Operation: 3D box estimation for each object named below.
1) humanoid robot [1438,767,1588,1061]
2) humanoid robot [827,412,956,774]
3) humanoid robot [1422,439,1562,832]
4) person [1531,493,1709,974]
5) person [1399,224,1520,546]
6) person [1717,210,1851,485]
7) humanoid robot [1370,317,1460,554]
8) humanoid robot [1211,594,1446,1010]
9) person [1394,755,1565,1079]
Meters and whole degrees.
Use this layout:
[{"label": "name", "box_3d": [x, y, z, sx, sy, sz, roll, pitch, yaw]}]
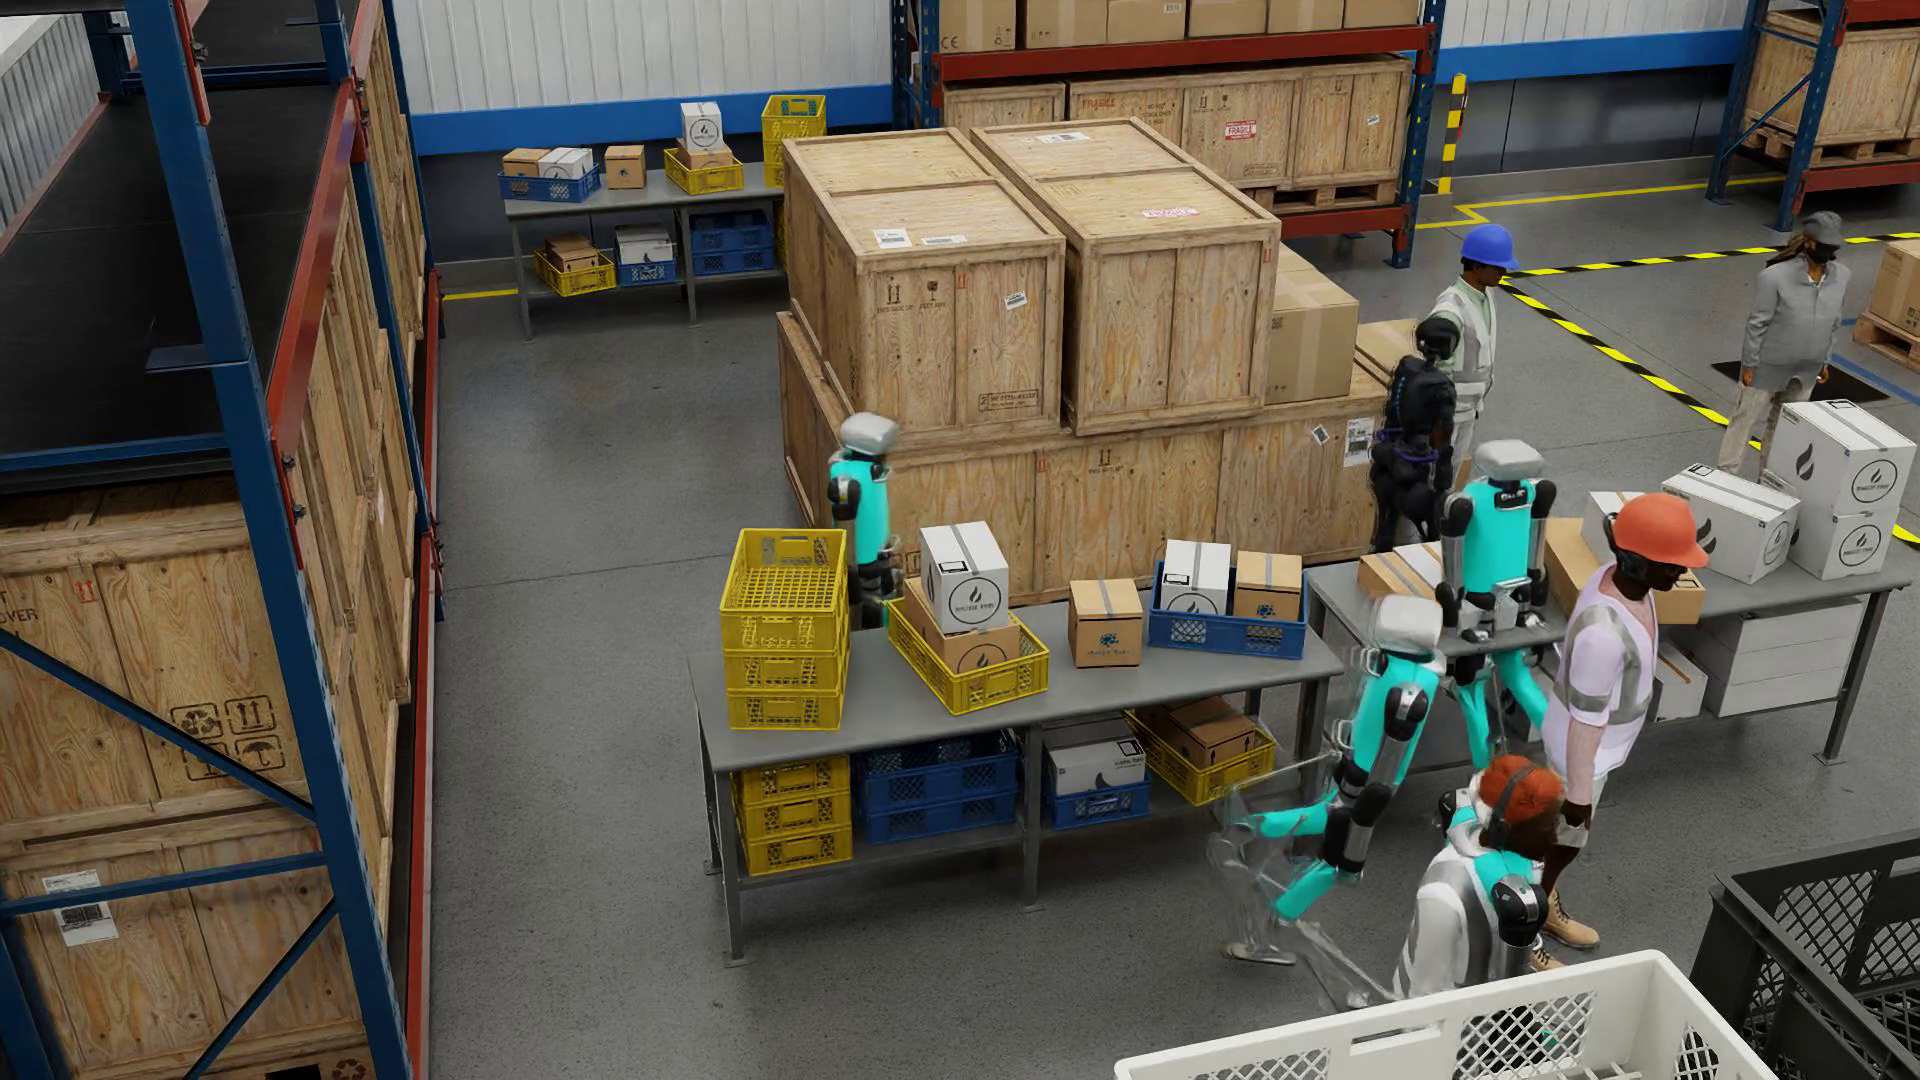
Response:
[{"label": "humanoid robot", "box_3d": [1.726, 1.380, 4.950, 0.735, 1.677, 0.533, -3, 29, -6]}, {"label": "humanoid robot", "box_3d": [-0.138, 0.354, 7.024, 0.814, 1.831, 0.566, 7, 30, 12]}, {"label": "humanoid robot", "box_3d": [2.234, 0.540, 6.637, 0.553, 1.780, 0.850, -13, 31, -22]}, {"label": "person", "box_3d": [2.290, 0.737, 5.960, 0.404, 2.035, 0.598, 14, 32, 24]}, {"label": "person", "box_3d": [2.583, -0.712, 8.683, 0.411, 1.939, 0.602, 19, 34, 31]}, {"label": "person", "box_3d": [4.638, -1.003, 9.381, 0.560, 1.769, 0.399, -5, 29, -8]}, {"label": "humanoid robot", "box_3d": [2.246, -0.342, 8.277, 0.357, 1.655, 0.589, -9, 30, -16]}, {"label": "humanoid robot", "box_3d": [1.244, 0.952, 5.857, 0.973, 1.742, 0.541, 7, 30, 12]}, {"label": "person", "box_3d": [1.477, 1.400, 4.923, 0.578, 1.871, 0.397, -26, 38, -38]}]
